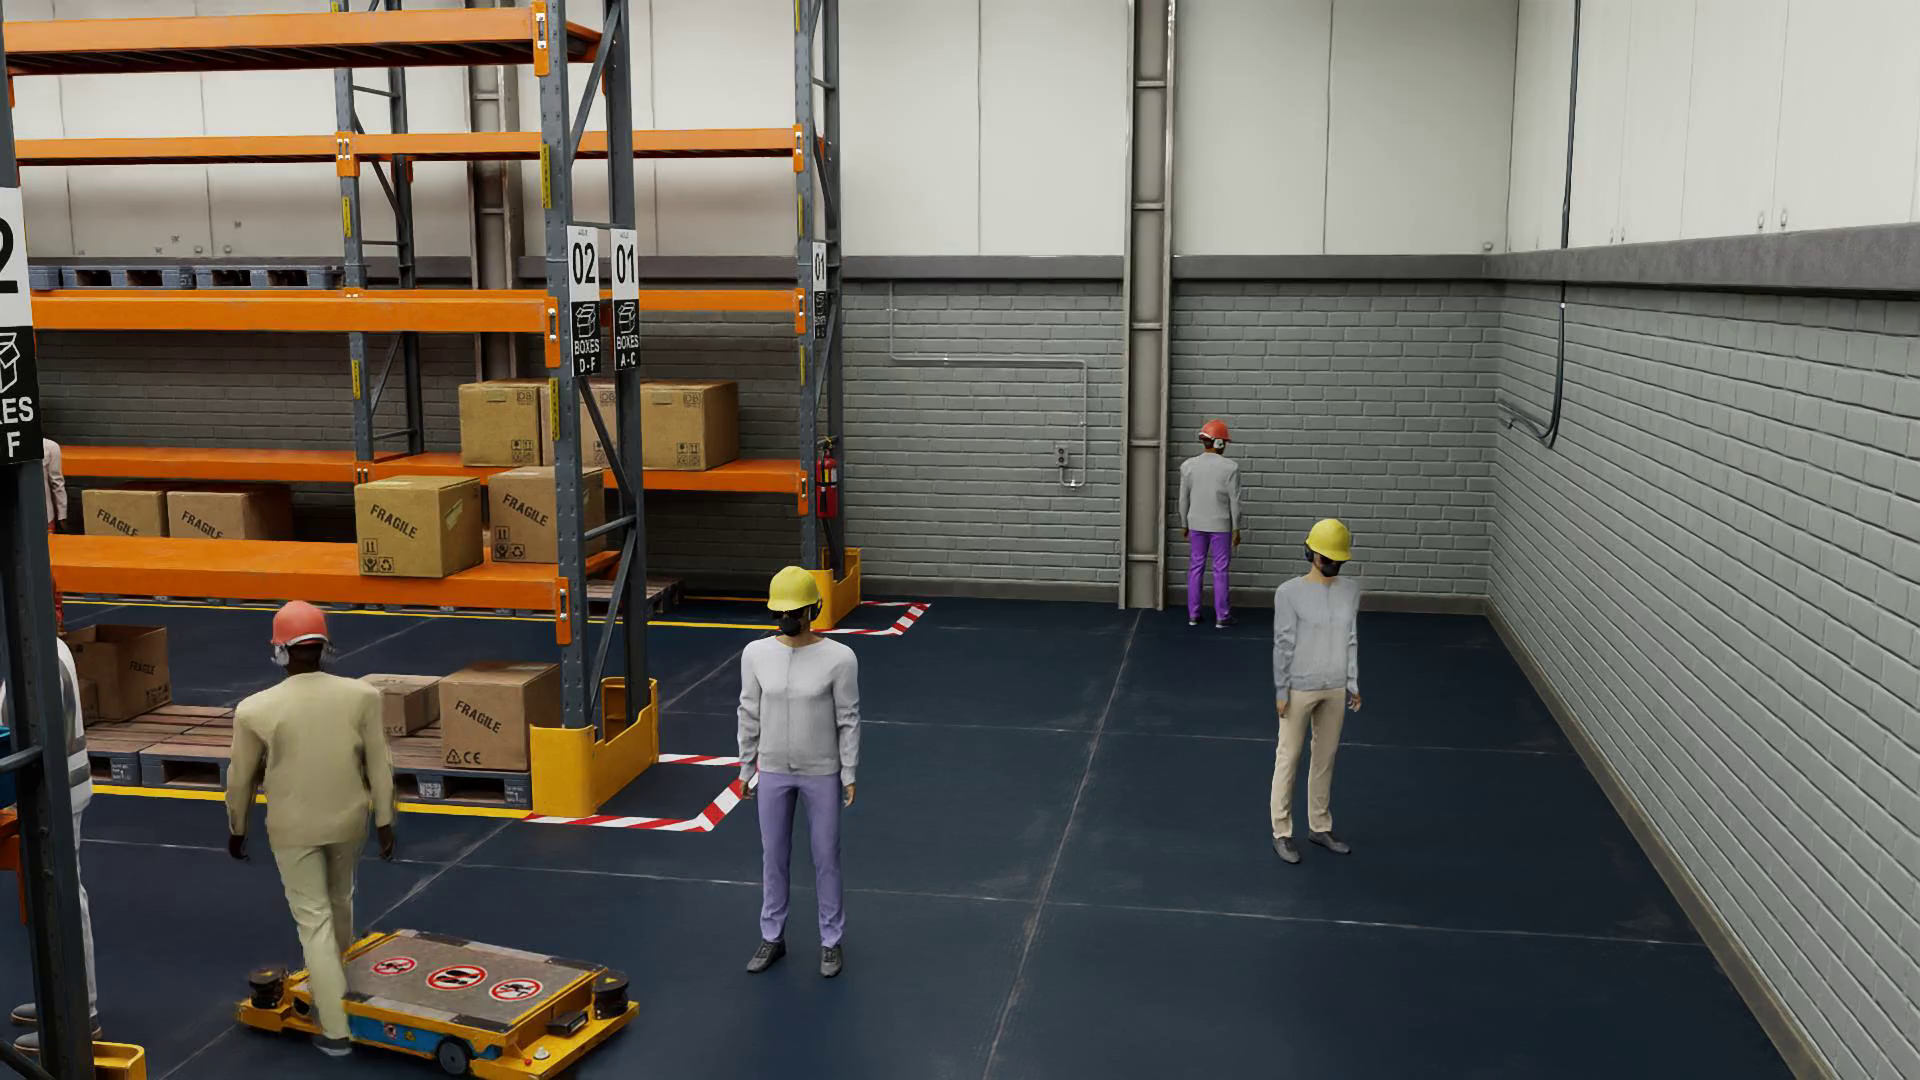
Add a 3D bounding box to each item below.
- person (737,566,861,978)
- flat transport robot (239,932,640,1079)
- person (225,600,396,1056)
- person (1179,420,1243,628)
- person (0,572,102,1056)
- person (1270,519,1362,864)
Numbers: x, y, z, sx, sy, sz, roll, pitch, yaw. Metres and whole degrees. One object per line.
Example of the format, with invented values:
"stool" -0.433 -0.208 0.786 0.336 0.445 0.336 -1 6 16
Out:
"person" -0.687 0.980 7.053 0.533 1.768 0.310 2 9 9
"flat transport robot" -2.053 1.805 6.561 1.431 0.197 0.652 4 10 22
"person" -2.560 1.090 6.524 0.577 1.714 0.859 -9 13 -44
"person" 2.128 -0.139 14.049 0.563 1.747 0.339 6 11 34
"person" -3.542 1.024 6.415 0.354 1.884 0.576 -5 10 -28
"person" 1.822 0.758 8.459 0.522 1.760 0.331 -4 10 -25
